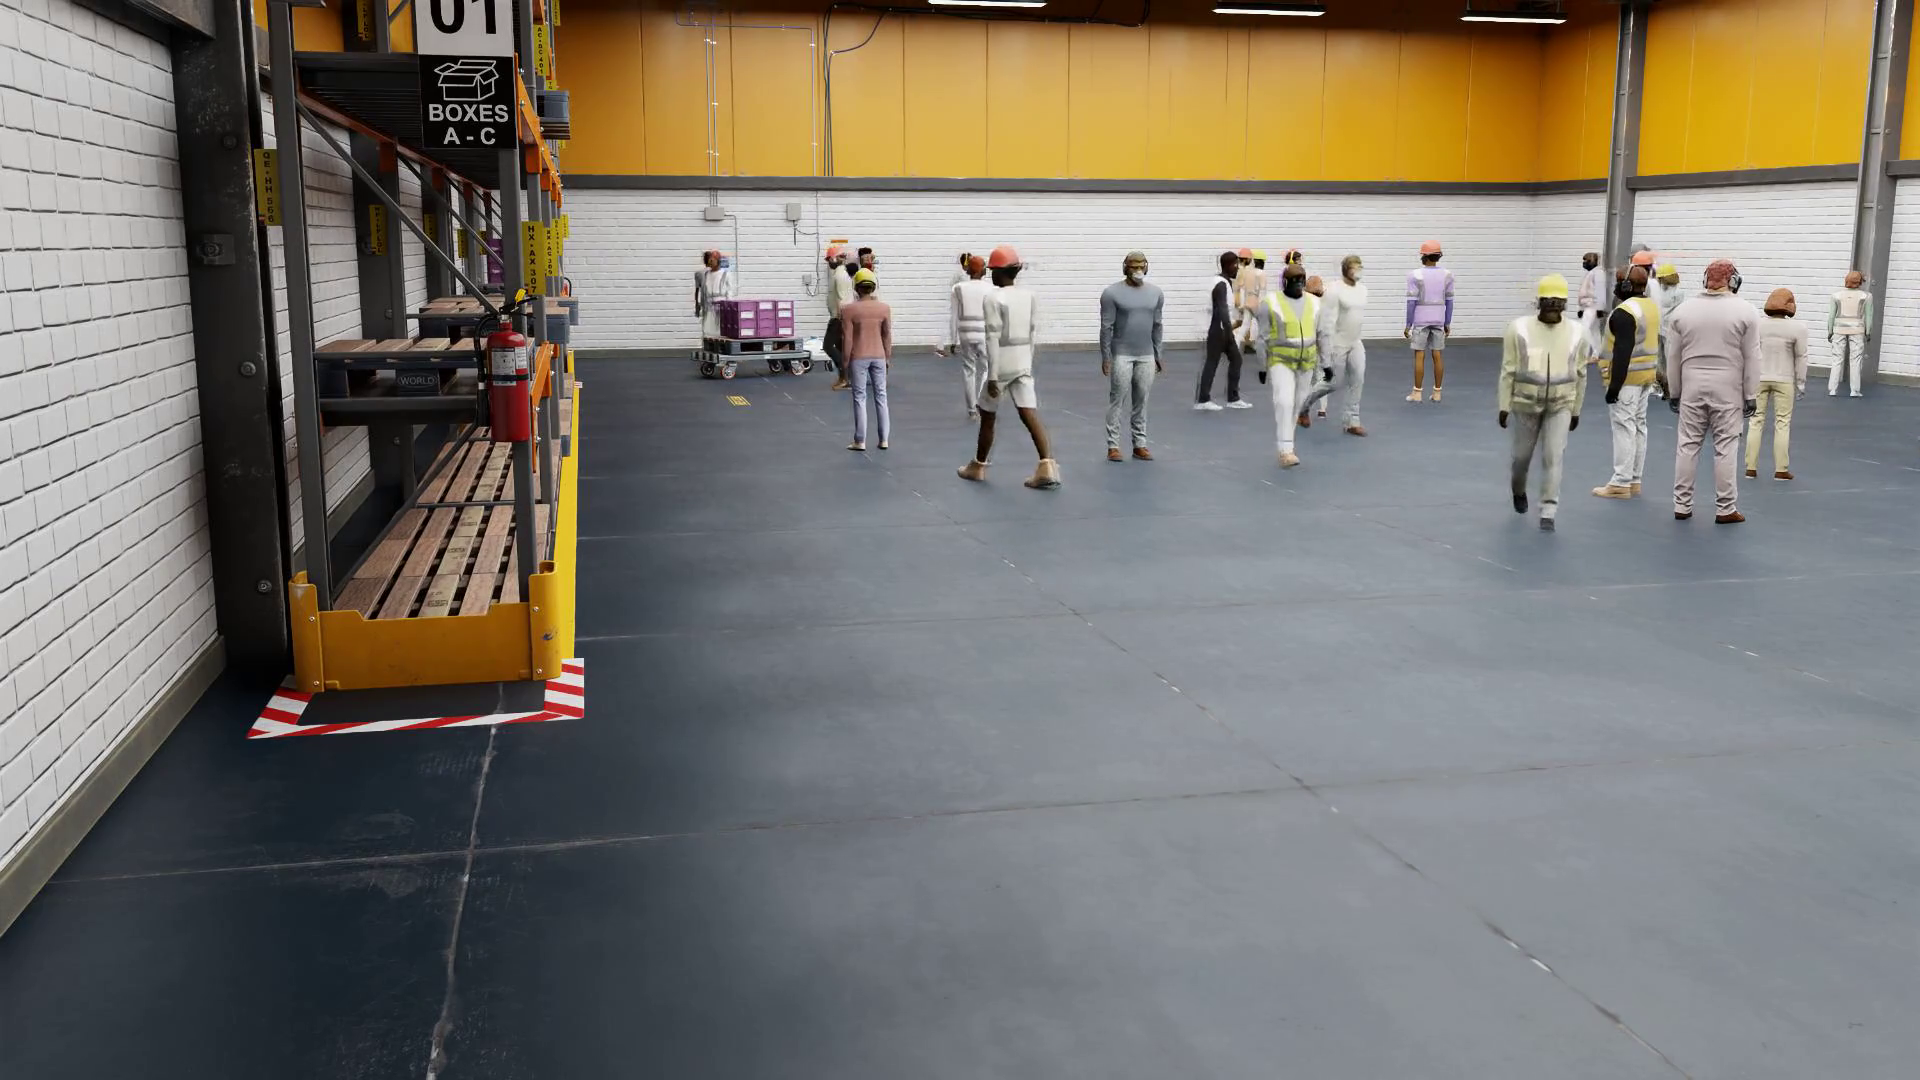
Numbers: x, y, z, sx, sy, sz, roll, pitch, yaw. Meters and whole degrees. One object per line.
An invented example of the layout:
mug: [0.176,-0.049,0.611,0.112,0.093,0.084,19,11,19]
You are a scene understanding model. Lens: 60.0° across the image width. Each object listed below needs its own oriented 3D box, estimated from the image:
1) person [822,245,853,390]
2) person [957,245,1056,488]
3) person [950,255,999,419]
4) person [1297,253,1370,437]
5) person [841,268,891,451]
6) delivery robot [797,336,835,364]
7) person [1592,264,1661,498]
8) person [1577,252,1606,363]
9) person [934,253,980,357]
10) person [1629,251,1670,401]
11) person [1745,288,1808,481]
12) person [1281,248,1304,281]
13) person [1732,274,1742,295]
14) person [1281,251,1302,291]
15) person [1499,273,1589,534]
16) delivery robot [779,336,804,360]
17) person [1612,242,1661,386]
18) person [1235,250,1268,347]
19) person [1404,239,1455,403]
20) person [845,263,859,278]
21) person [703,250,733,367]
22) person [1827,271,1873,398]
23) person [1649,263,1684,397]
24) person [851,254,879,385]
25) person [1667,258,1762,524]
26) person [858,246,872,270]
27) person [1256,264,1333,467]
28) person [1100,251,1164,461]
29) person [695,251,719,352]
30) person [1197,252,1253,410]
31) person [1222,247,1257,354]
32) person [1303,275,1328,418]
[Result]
person: [-1.663,-3.020,22.652,0.439,1.959,0.607,0,10,1]
person: [0.415,-1.428,13.762,0.631,1.997,1.065,-10,14,-43]
person: [0.177,-2.273,18.763,0.599,1.871,0.623,2,10,10]
person: [3.932,-2.040,17.414,0.642,1.913,0.819,-7,13,-35]
person: [-0.917,-1.744,16.132,0.526,1.768,0.330,-5,11,-25]
delivery robot: [-2.255,-2.929,25.793,0.707,0.478,0.477,-5,11,-24]
person: [5.284,-1.254,13.204,0.430,1.845,0.624,9,14,42]
person: [10.355,-3.815,27.433,0.682,1.828,0.671,1,10,3]
person: [0.015,-4.065,28.861,0.995,1.823,0.538,-1,10,-6]
person: [8.524,-2.621,20.611,0.742,1.915,0.543,9,14,42]
person: [6.929,-1.323,14.165,0.507,1.631,0.276,8,13,39]
person: [5.719,-4.141,29.046,0.867,1.908,0.552,-2,10,-10]
person: [8.509,-2.118,18.485,0.552,1.648,0.843,6,12,29]
person: [4.856,-3.295,24.443,0.334,1.870,0.517,3,11,14]
person: [4.130,-0.987,11.815,0.598,1.814,0.753,2,10,13]
delivery robot: [-2.707,-2.988,26.118,0.477,0.478,0.707,6,12,32]
person: [9.308,-3.081,22.776,0.686,2.000,0.842,-8,13,-37]
person: [4.917,-3.933,27.967,1.013,1.879,0.598,-6,12,-31]
person: [5.855,-2.730,20.814,0.608,2.048,0.364,-1,10,-8]
person: [-1.635,-3.660,26.980,0.564,1.674,0.558,5,11,27]
person: [-3.918,-3.724,26.838,0.580,1.869,0.413,5,11,27]
person: [11.553,-2.669,21.610,0.522,1.638,0.310,8,13,38]
person: [9.183,-2.735,21.709,0.309,1.735,0.484,-4,11,-20]
person: [-1.335,-3.094,23.387,0.375,1.843,0.575,-9,13,-40]
person: [5.449,-1.071,12.025,0.639,1.905,0.407,9,14,41]
person: [-1.750,-4.133,28.960,0.927,1.922,0.613,-3,11,-14]
person: [3.050,-1.561,14.989,0.643,1.807,0.851,-3,11,-15]
person: [1.590,-1.694,15.381,0.635,1.936,0.354,-3,11,-18]
person: [-4.167,-3.892,27.787,0.566,1.848,0.584,1,10,7]
person: [3.223,-2.489,19.929,0.780,1.891,0.614,3,11,19]
person: [4.957,-4.257,29.654,0.763,1.914,0.553,-2,10,-10]
person: [4.032,-2.203,19.041,0.497,1.633,0.285,-1,10,-4]
